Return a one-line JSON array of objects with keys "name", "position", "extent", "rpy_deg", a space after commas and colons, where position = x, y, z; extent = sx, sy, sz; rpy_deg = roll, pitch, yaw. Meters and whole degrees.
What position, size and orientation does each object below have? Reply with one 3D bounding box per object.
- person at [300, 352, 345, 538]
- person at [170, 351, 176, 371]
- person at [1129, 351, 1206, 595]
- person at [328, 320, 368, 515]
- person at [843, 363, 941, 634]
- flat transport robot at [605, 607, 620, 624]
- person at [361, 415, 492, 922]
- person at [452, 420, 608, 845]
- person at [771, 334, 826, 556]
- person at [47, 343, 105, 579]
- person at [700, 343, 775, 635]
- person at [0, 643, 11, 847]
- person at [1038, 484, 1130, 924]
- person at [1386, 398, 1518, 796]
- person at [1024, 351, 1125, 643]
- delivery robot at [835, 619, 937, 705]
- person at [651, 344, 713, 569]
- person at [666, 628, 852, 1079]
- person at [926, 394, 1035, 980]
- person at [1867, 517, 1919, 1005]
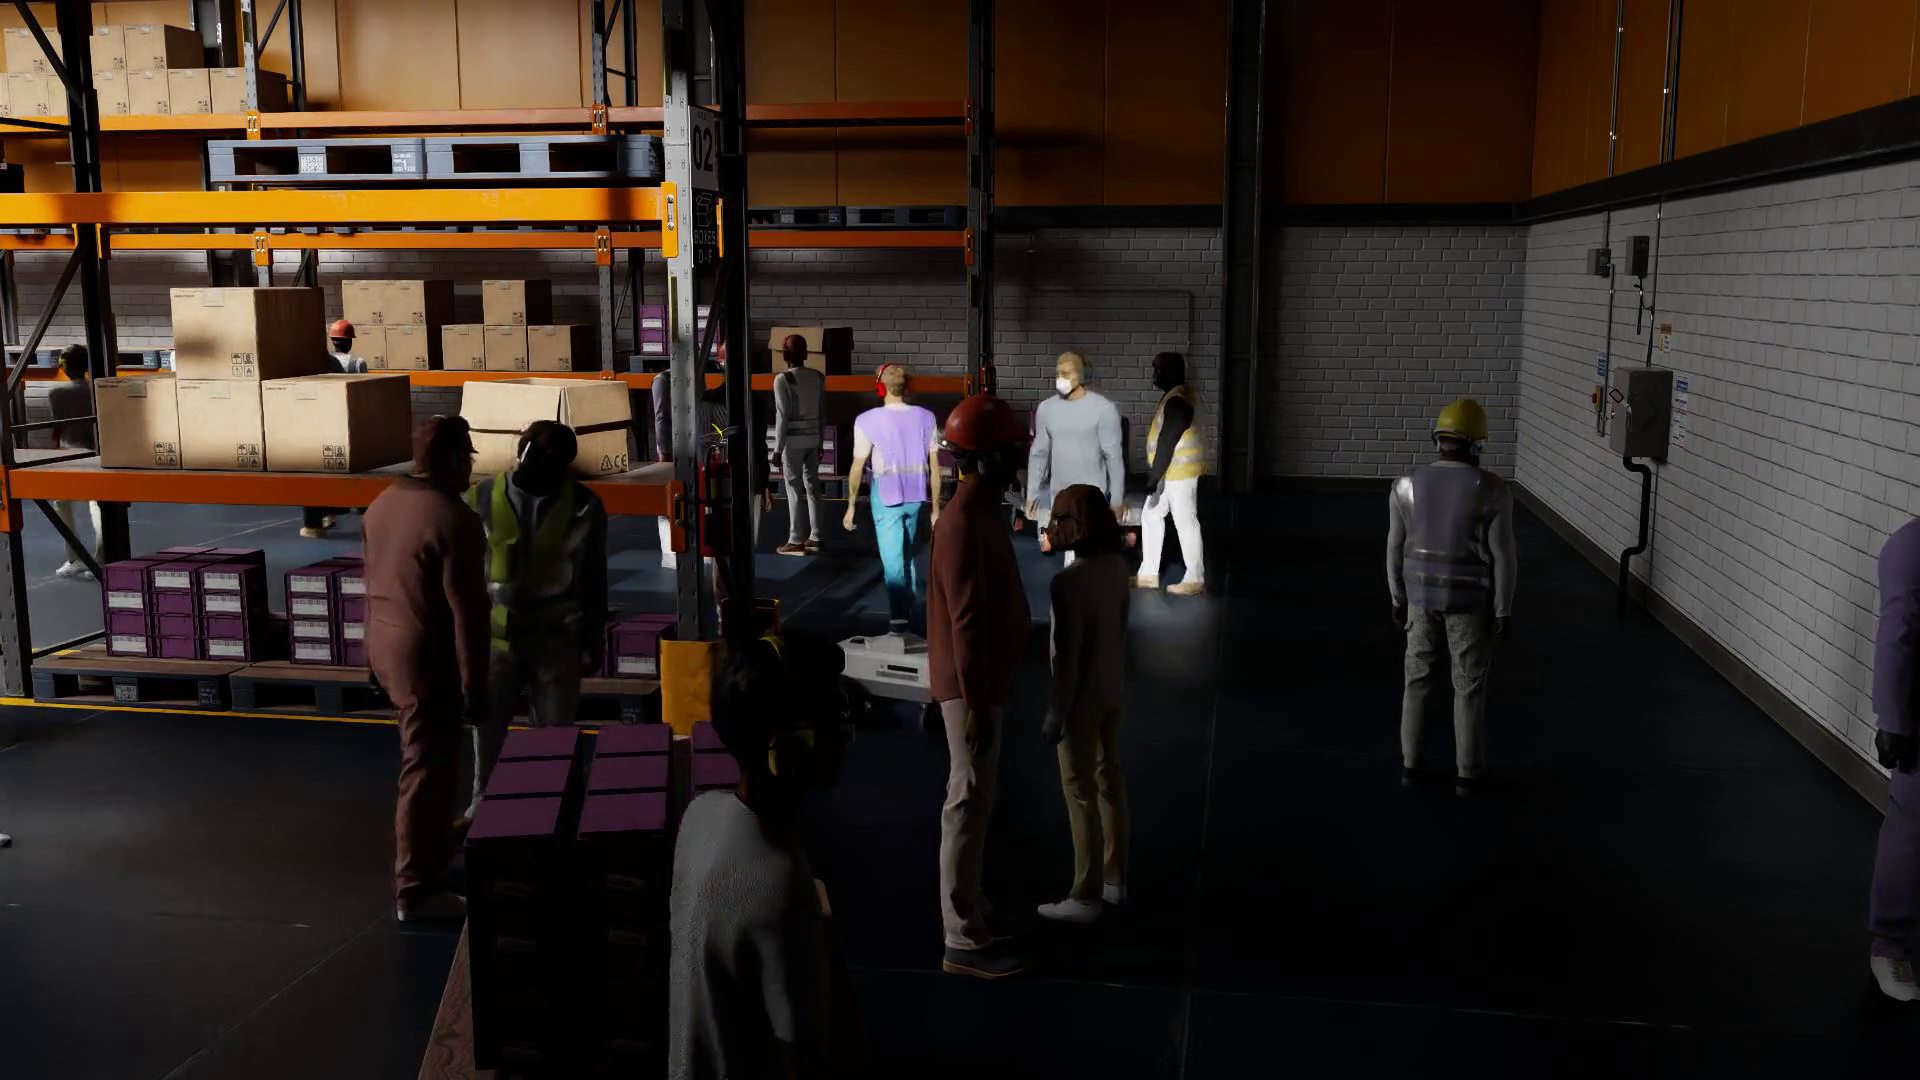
[{"name": "person", "position": [-5.954, -1.034, 15.101], "extent": [0.565, 2.000, 0.709], "rpy_deg": [6, 11, 35]}, {"name": "person", "position": [-8.387, -1.469, 18.281], "extent": [0.343, 1.882, 0.586], "rpy_deg": [6, 11, 32]}, {"name": "person", "position": [1.503, -0.492, 12.416], "extent": [0.761, 1.811, 0.648], "rpy_deg": [1, 9, 3]}, {"name": "person", "position": [-6.073, -1.204, 16.475], "extent": [0.545, 1.939, 0.354], "rpy_deg": [1, 9, 5]}, {"name": "person", "position": [-0.442, -0.223, 10.738], "extent": [0.583, 1.820, 0.619], "rpy_deg": [-6, 11, -33]}, {"name": "flat transport robot", "position": [-2.988, 0.556, 10.708], "extent": [1.431, 0.197, 0.652], "rpy_deg": [2, 9, 10]}, {"name": "person", "position": [-1.965, 0.474, 6.303], "extent": [0.681, 1.879, 0.612], "rpy_deg": [9, 13, 44]}, {"name": "person", "position": [-1.846, 0.410, 6.913], "extent": [0.770, 1.814, 0.432], "rpy_deg": [-2, 9, -10]}, {"name": "person", "position": [-1.370, -0.809, 14.188], "extent": [0.337, 1.882, 0.584], "rpy_deg": [7, 12, 39]}, {"name": "person", "position": [-6.922, -0.611, 13.058], "extent": [0.623, 1.848, 0.578], "rpy_deg": [7, 11, 36]}, {"name": "person", "position": [-1.500, -0.345, 11.063], "extent": [0.577, 1.985, 0.633], "rpy_deg": [7, 12, 37]}, {"name": "person", "position": [-4.171, 0.367, 6.759], "extent": [0.382, 1.924, 0.594], "rpy_deg": [3, 10, 19]}, {"name": "person", "position": [0.466, 0.605, 6.192], "extent": [0.266, 1.631, 0.507], "rpy_deg": [6, 11, 33]}, {"name": "person", "position": [2.281, 0.262, 7.707], "extent": [0.600, 1.829, 0.404], "rpy_deg": [7, 11, 37]}, {"name": "person", "position": [0.692, -0.272, 10.828], "extent": [0.662, 1.887, 0.995], "rpy_deg": [8, 12, 40]}, {"name": "delivery robot", "position": [-0.323, 0.667, 8.850], "extent": [0.707, 0.478, 0.477], "rpy_deg": [5, 10, 29]}, {"name": "person", "position": [-2.260, -0.746, 13.598], "extent": [0.397, 1.949, 0.603], "rpy_deg": [5, 11, 29]}, {"name": "person", "position": [-0.301, 1.049, 2.859], "extent": [1.004, 1.818, 0.548], "rpy_deg": [-3, 10, -21]}, {"name": "person", "position": [0.070, 0.495, 5.747], "extent": [0.374, 1.997, 0.613], "rpy_deg": [0, 9, 3]}, {"name": "person", "position": [3.338, 0.586, 5.472], "extent": [0.651, 1.904, 0.401], "rpy_deg": [-1, 9, -5]}]
